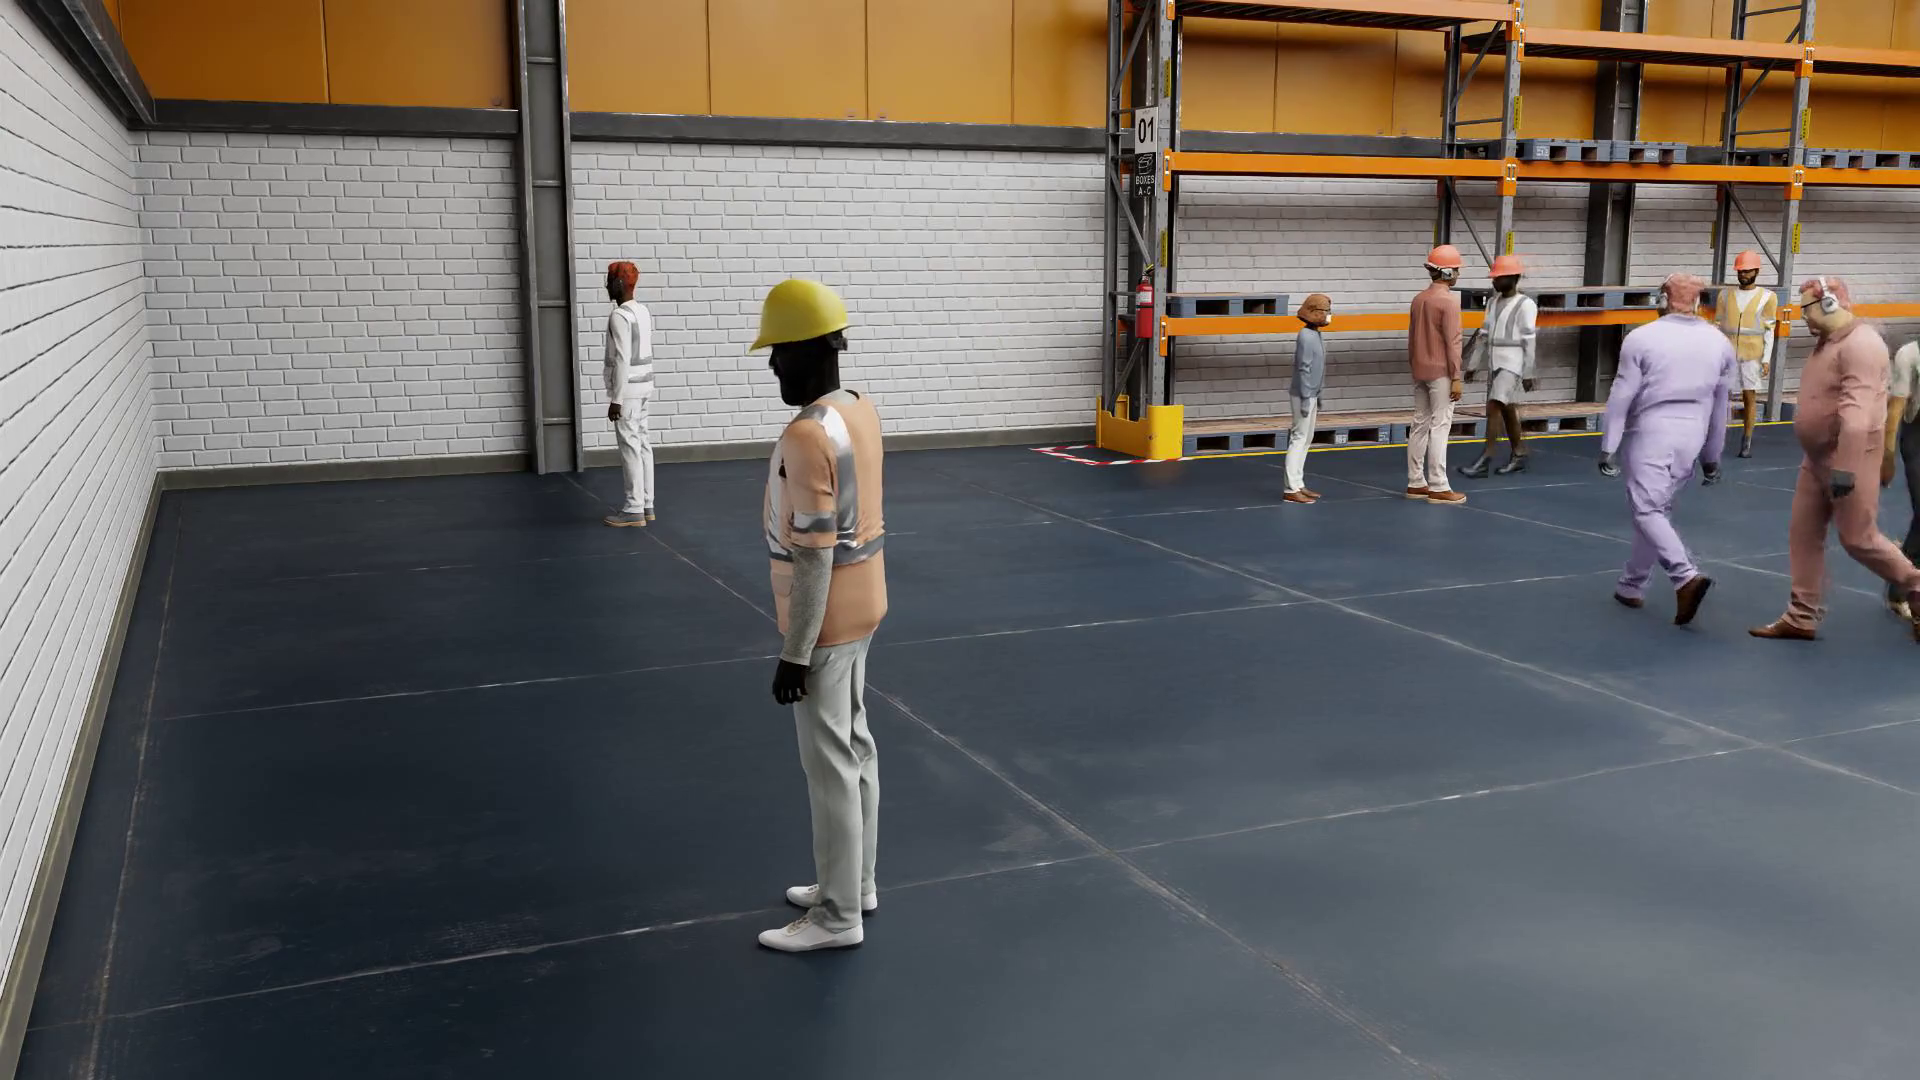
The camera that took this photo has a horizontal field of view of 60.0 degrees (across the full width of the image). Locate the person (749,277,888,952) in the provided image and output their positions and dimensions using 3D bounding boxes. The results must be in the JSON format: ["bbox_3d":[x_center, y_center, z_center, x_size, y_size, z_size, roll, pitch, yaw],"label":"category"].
[{"bbox_3d":[-0.403,0.221,4.759,0.371,1.923,0.586,2,10,10],"label":"person"}]

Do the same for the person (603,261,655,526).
[{"bbox_3d":[-2.371,-1.038,11.880,0.345,1.882,0.584,1,10,8],"label":"person"}]

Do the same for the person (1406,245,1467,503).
[{"bbox_3d":[3.715,-1.284,12.939,0.377,1.995,0.608,-3,11,-17],"label":"person"}]

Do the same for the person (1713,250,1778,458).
[{"bbox_3d":[7.335,-1.738,15.624,0.543,1.939,0.361,8,13,37],"label":"person"}]

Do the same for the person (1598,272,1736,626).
[{"bbox_3d":[3.828,-0.496,8.937,0.680,1.867,0.856,-1,10,-6],"label":"person"}]

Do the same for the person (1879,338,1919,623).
[{"bbox_3d":[5.112,-0.408,8.585,0.506,1.808,0.853,-1,10,-4],"label":"person"}]

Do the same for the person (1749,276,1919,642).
[{"bbox_3d":[4.510,-0.393,8.367,0.815,1.858,0.677,1,10,4],"label":"person"}]

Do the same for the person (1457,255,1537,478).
[{"bbox_3d":[4.585,-1.475,14.266,0.877,1.903,0.567,-3,11,-15],"label":"person"}]

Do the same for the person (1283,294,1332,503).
[{"bbox_3d":[2.715,-1.099,12.957,0.304,1.624,0.500,4,11,20],"label":"person"}]
